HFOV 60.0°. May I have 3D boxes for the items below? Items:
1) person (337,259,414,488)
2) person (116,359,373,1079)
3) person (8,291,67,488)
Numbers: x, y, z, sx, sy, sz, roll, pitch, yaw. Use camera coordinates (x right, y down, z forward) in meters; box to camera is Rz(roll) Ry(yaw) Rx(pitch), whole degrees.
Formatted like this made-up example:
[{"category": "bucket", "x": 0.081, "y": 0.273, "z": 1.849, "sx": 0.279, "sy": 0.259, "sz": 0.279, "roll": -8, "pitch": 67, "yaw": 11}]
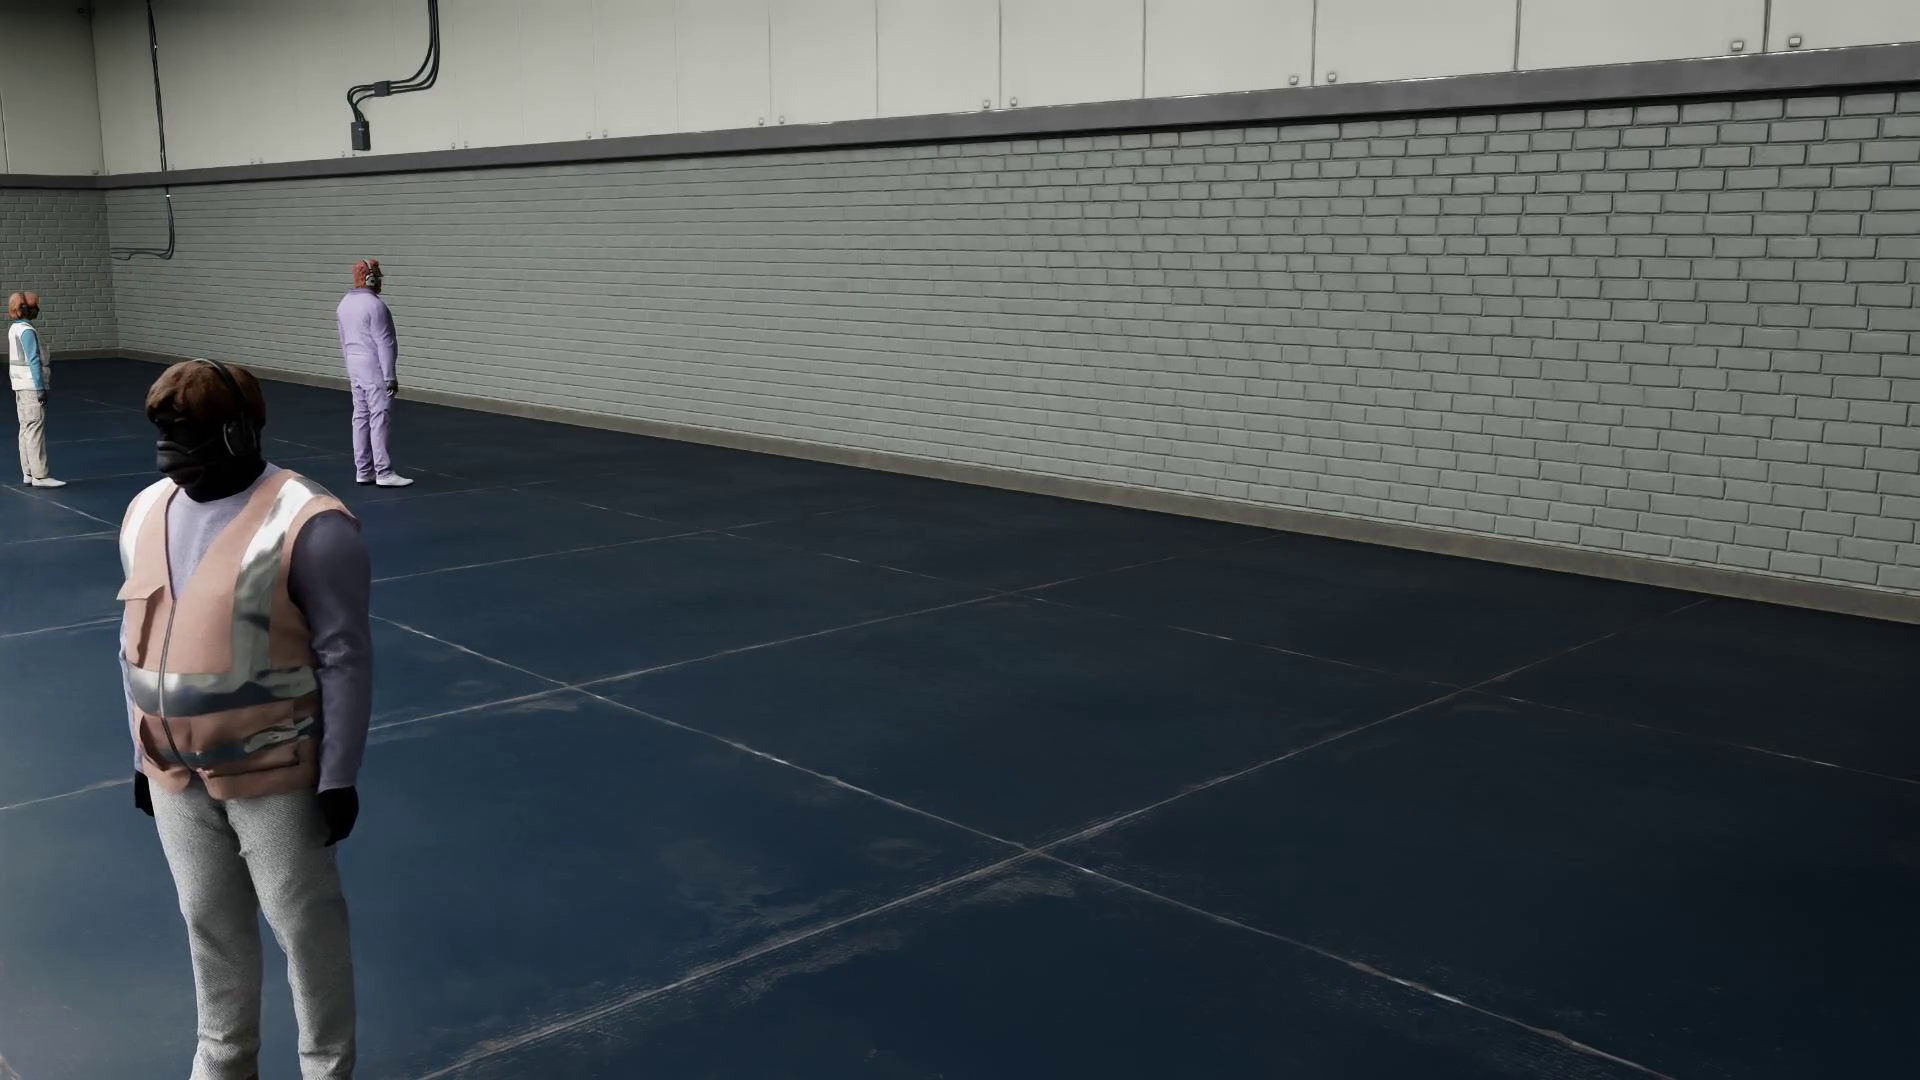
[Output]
[{"category": "person", "x": -4.945, "y": -1.403, "z": 14.048, "sx": 0.642, "sy": 1.909, "sz": 0.409, "roll": 8, "pitch": 13, "yaw": 38}, {"category": "person", "x": -1.639, "y": 0.512, "z": 3.780, "sx": 0.636, "sy": 1.842, "sz": 0.429, "roll": 4, "pitch": 11, "yaw": 19}, {"category": "person", "x": -7.812, "y": -1.263, "z": 13.998, "sx": 0.307, "sy": 1.644, "sz": 0.514, "roll": -9, "pitch": 14, "yaw": -41}]
